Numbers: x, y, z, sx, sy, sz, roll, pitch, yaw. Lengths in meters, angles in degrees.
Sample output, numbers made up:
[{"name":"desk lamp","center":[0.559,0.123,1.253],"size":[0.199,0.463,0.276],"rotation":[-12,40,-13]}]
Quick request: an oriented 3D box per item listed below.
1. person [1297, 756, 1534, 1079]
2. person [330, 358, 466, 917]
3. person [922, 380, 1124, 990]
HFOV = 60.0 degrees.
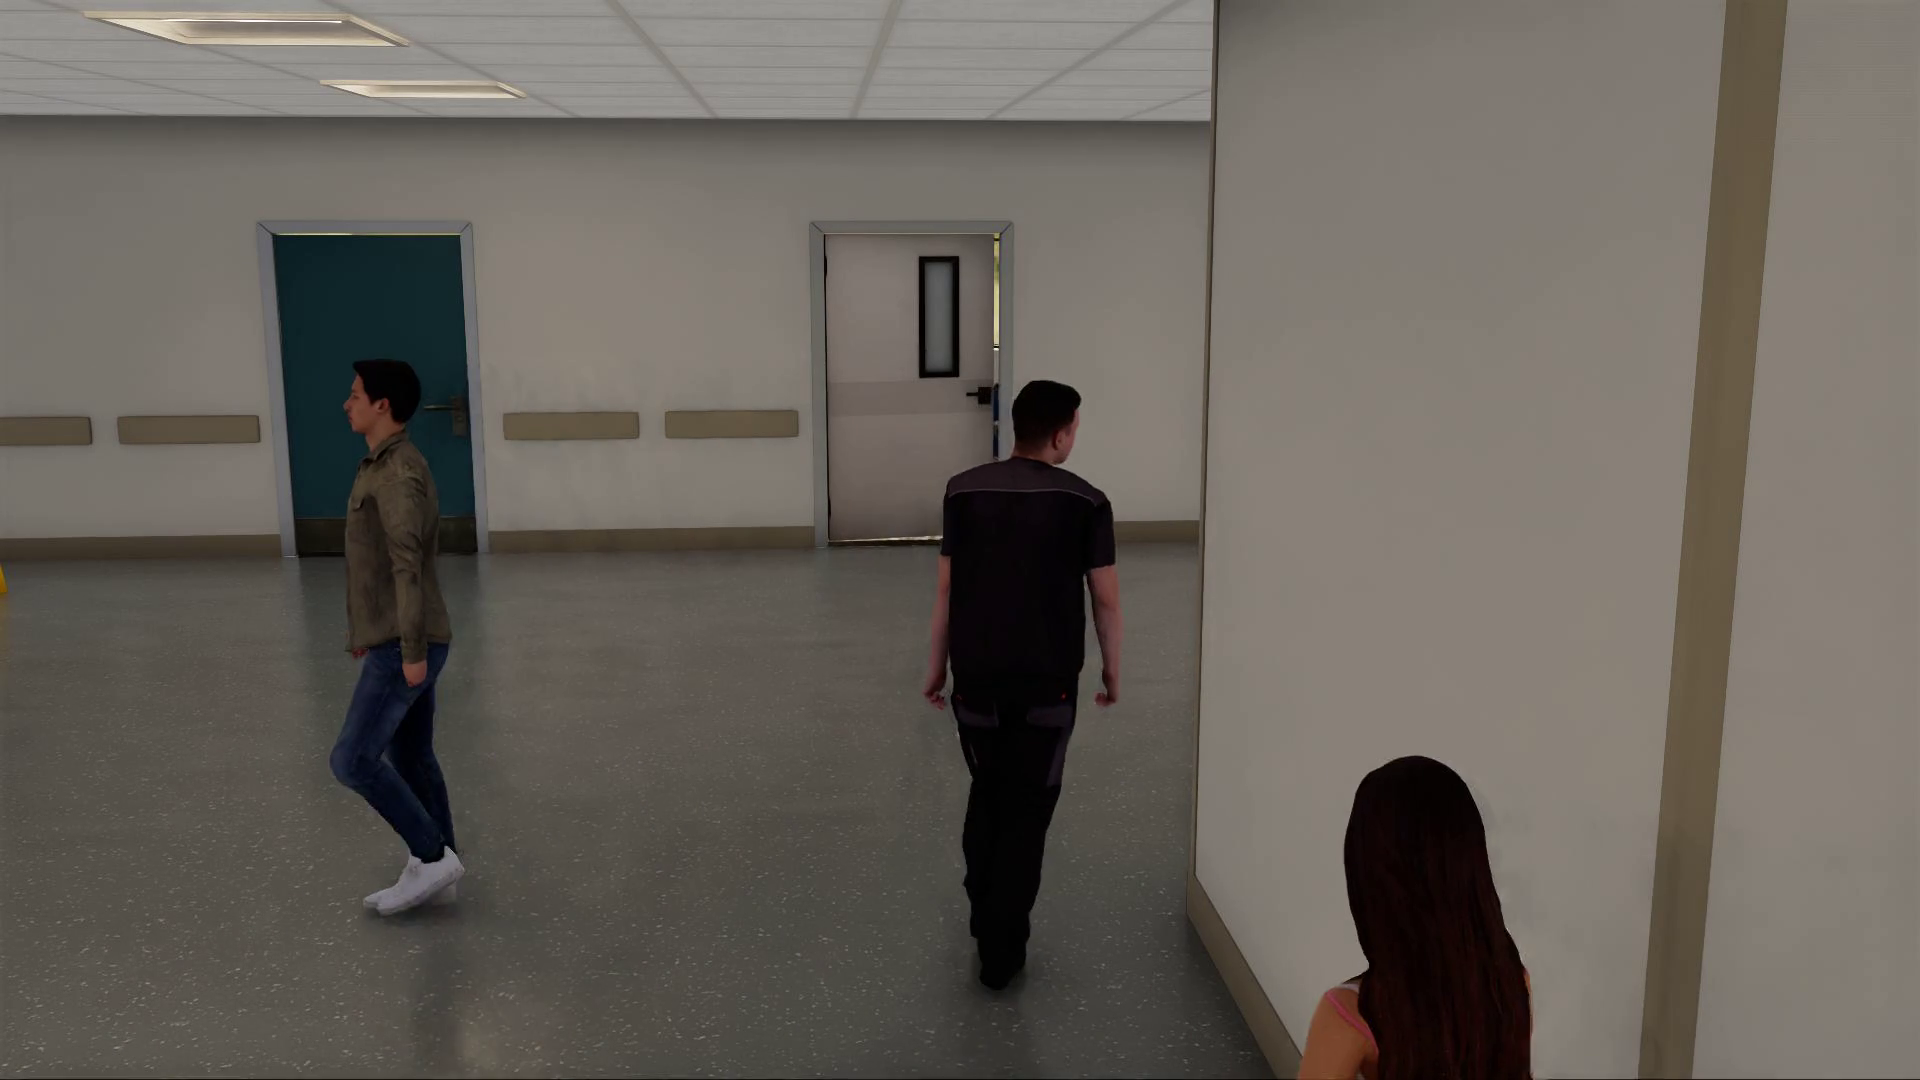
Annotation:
[{"name":"person","center":[0.697,1.102,2.340],"size":[1.013,1.522,0.945],"rotation":[-6,12,-30]},{"name":"person","center":[-1.762,0.334,5.505],"size":[0.698,1.852,0.754],"rotation":[-3,11,-17]},{"name":"person","center":[0.148,0.455,4.946],"size":[0.884,1.822,0.957],"rotation":[3,11,15]}]
